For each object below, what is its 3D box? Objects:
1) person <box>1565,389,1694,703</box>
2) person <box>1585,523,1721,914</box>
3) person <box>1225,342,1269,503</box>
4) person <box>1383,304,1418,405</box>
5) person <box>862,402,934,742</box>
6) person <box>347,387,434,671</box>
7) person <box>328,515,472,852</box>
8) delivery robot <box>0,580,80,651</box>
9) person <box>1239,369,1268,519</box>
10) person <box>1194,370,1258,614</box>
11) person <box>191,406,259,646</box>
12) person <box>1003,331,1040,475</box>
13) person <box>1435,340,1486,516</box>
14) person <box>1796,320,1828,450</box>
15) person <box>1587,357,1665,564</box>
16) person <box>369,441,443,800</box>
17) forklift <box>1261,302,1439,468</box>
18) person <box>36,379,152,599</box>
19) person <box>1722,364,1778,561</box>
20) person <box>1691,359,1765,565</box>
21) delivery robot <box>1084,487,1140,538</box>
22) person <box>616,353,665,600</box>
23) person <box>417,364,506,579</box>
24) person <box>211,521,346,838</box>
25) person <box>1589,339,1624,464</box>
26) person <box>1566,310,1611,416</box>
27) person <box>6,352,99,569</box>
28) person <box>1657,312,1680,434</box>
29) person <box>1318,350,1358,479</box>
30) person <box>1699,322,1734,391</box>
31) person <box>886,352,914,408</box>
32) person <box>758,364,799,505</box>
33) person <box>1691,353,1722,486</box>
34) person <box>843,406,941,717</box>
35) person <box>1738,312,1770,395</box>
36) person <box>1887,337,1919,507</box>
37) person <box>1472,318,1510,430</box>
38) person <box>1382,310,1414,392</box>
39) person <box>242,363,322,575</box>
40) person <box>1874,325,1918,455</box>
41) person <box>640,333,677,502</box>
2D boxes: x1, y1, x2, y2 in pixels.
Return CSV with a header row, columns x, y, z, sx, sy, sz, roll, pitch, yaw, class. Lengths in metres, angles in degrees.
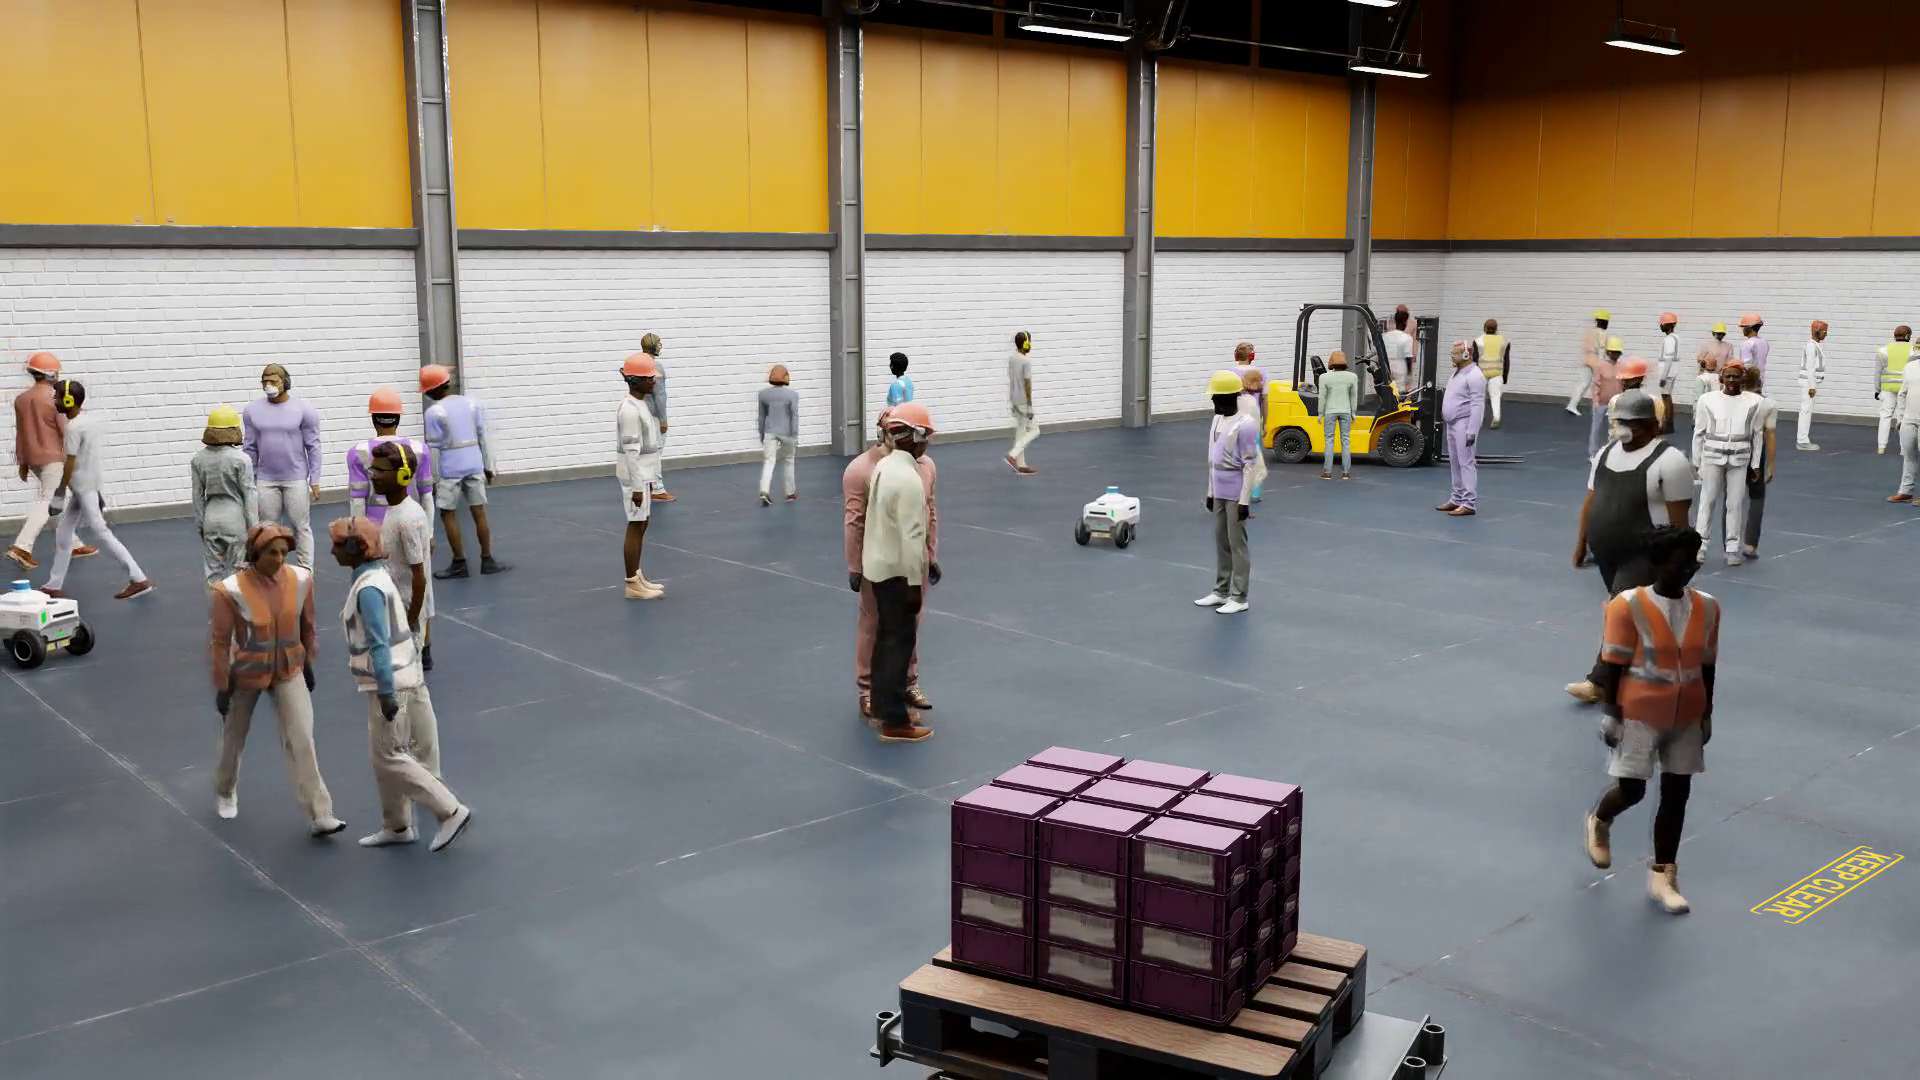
x,y,z,sx,sy,sz,roll,pitch,yaw,class
4.272,-0.010,10.644,1.039,2.000,0.702,-5,11,-25,person
3.023,0.742,7.252,0.546,1.683,0.535,-1,10,-7,person
3.222,-1.323,18.921,0.563,1.839,0.393,1,10,6,person
8.325,-3.499,31.459,0.640,1.910,0.401,4,10,20,person
-0.334,0.187,9.697,0.442,1.972,0.678,-4,10,-20,person
-3.831,-0.057,11.220,0.549,1.936,0.376,-5,11,-29,person
-2.661,0.680,7.849,0.513,1.616,0.535,-3,10,-18,person
-6.521,0.523,11.591,0.707,0.478,0.477,3,10,18,delivery robot
3.093,-1.009,17.733,0.366,1.620,0.507,-1,10,-4,person
2.119,-0.379,13.147,0.383,1.923,0.588,-3,10,-19,person
-5.281,-0.086,12.005,0.494,1.753,0.353,2,10,12,person
0.792,-1.749,21.351,0.434,1.855,0.562,-5,11,-26,person
5.449,-1.221,18.126,0.402,1.906,0.652,-1,10,-5,person
12.409,-2.253,24.223,0.355,1.887,0.573,5,11,26,person
6.056,-0.700,15.106,0.873,1.899,0.556,-8,13,-40,person
-2.895,0.420,8.628,0.315,1.869,0.532,-4,11,-24,person
5.320,-2.157,22.763,2.313,2.155,1.214,3,10,16,forklift
-7.150,-0.393,13.559,0.973,1.827,0.513,-4,11,-23,person
7.259,-0.710,15.395,0.514,1.814,0.541,6,11,31,person
6.992,-0.706,15.179,0.585,1.882,0.337,3,10,20,person
1.491,-0.280,16.295,0.477,0.478,0.707,5,11,28,delivery robot
-2.614,-0.517,13.640,0.391,2.039,0.613,-1,10,-4,person
-4.372,-0.609,14.640,0.383,1.890,0.725,8,12,37,person
-3.396,0.663,8.129,0.529,1.548,1.004,-9,13,-44,person
8.648,-1.813,22.135,0.525,1.717,0.920,0,10,-1,person
11.161,-3.110,29.273,0.965,1.885,0.602,-2,10,-10,person
-8.351,-0.733,15.146,0.635,1.959,0.984,4,10,22,person
11.195,-2.643,26.364,0.373,1.935,0.553,5,11,29,person
4.764,-1.577,21.011,0.497,1.632,0.289,0,10,-1,person
12.307,-2.645,26.961,0.527,1.744,0.718,0,10,-3,person
-0.701,-1.350,19.486,0.316,1.697,0.542,2,10,14,person
-2.079,-1.200,18.903,0.508,1.601,0.823,2,10,13,person
9.193,-1.485,20.490,0.521,1.631,0.325,-7,12,-37,person
-0.395,0.128,10.229,0.650,1.906,0.401,-6,11,-31,person
10.926,-2.132,23.070,0.614,2.038,0.395,-8,13,-39,person
10.859,-1.349,18.779,0.352,1.937,0.635,-3,10,-19,person
8.660,-2.712,27.160,0.636,1.809,0.906,1,10,4,person
6.993,-2.707,26.685,0.454,1.953,0.639,-7,12,-36,person
-5.592,-0.490,13.750,0.628,1.940,0.377,0,10,-1,person
13.328,-2.124,23.624,0.619,1.838,0.430,8,12,38,person
-3.543,-1.406,19.117,0.373,1.940,0.628,-8,13,-39,person
